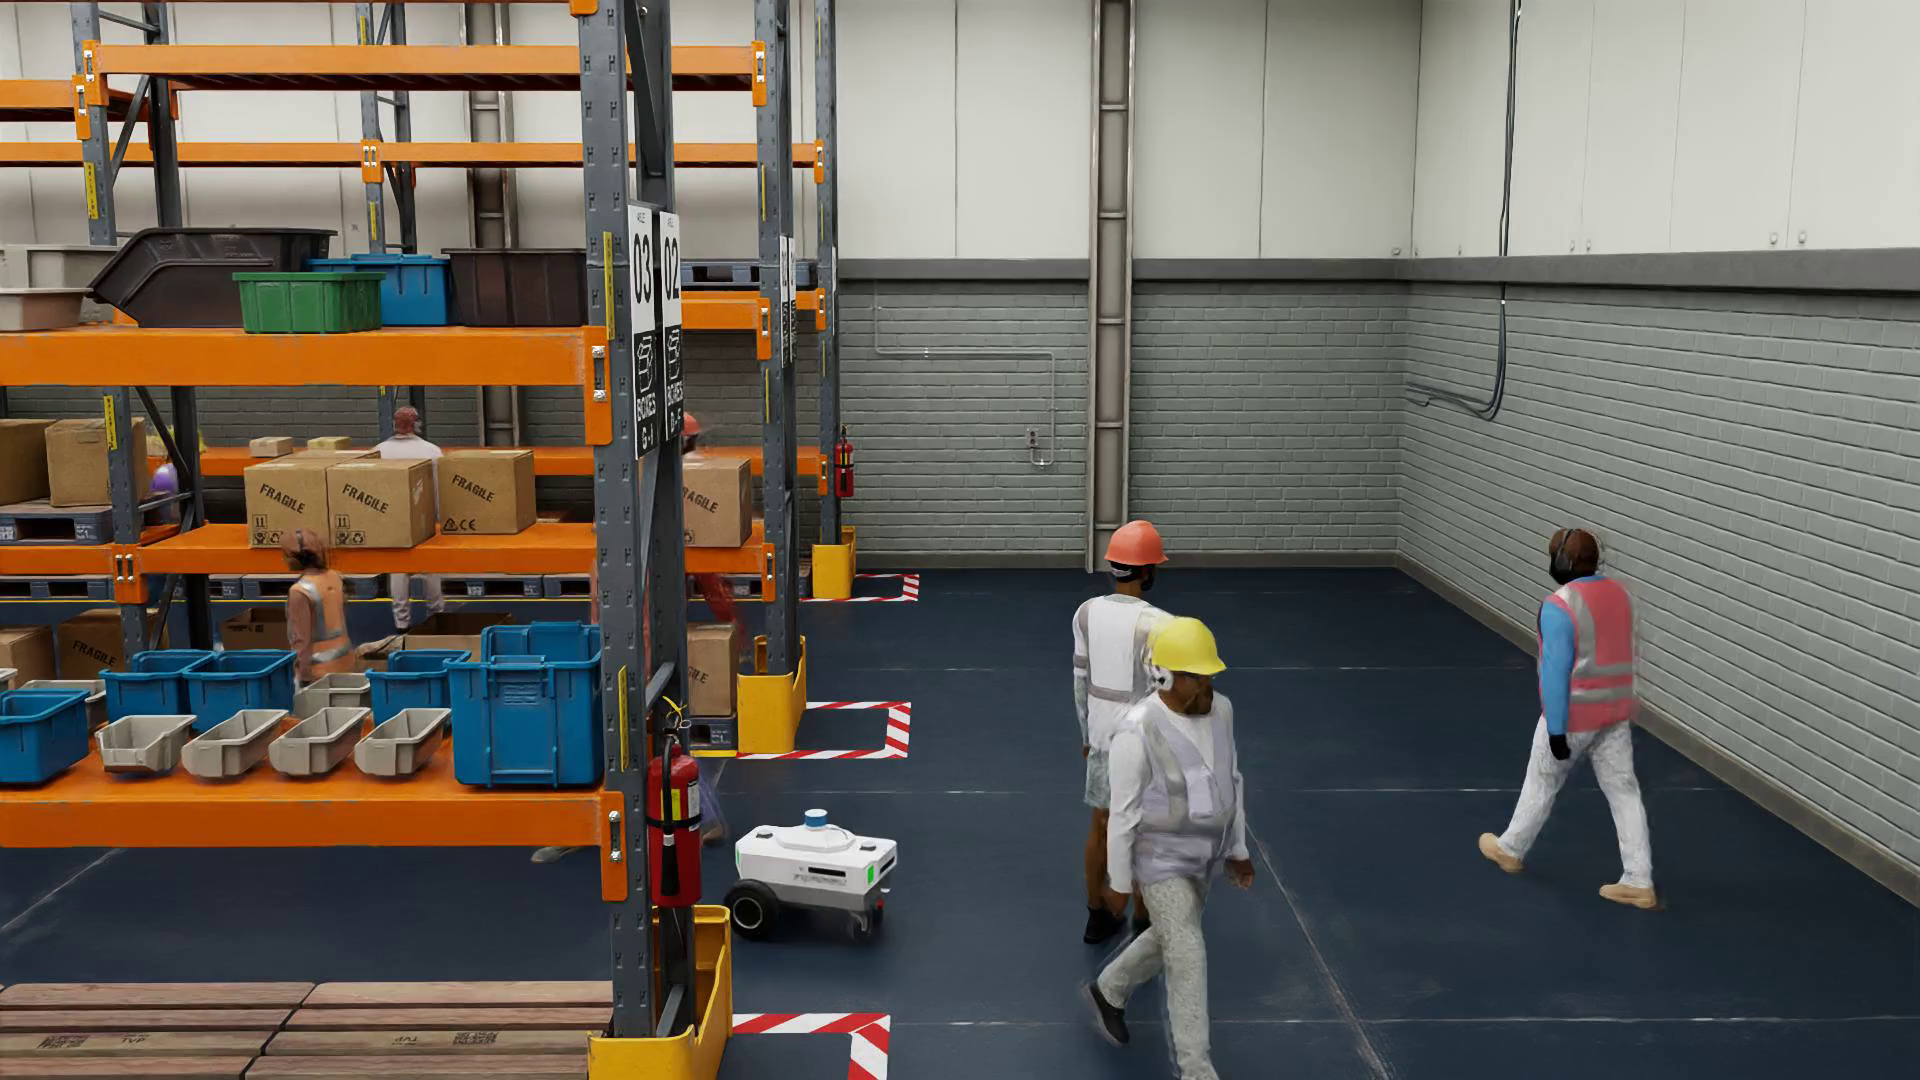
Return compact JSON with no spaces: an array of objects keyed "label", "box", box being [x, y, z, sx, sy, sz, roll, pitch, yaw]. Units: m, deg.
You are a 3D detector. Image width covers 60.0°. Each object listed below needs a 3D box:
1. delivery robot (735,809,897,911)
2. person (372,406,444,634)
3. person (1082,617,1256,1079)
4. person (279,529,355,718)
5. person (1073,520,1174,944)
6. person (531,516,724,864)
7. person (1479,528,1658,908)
[{"label":"delivery robot","box":[-0.655,1.479,7.616,0.707,0.478,0.477,3,10,18]},{"label":"person","box":[-4.563,-0.165,13.856,0.648,1.907,0.404,0,9,-1]},{"label":"person","box":[0.751,1.142,6.174,0.852,1.802,0.593,9,13,43]},{"label":"person","box":[-3.565,0.731,9.230,0.469,1.615,0.568,2,9,10]},{"label":"person","box":[0.757,0.875,7.377,0.545,1.938,0.362,8,12,41]},{"label":"person","box":[-1.711,0.695,8.563,0.930,1.942,0.638,-8,12,-41]},{"label":"person","box":[3.010,0.843,8.074,0.635,1.783,0.964,-5,11,-29]}]
